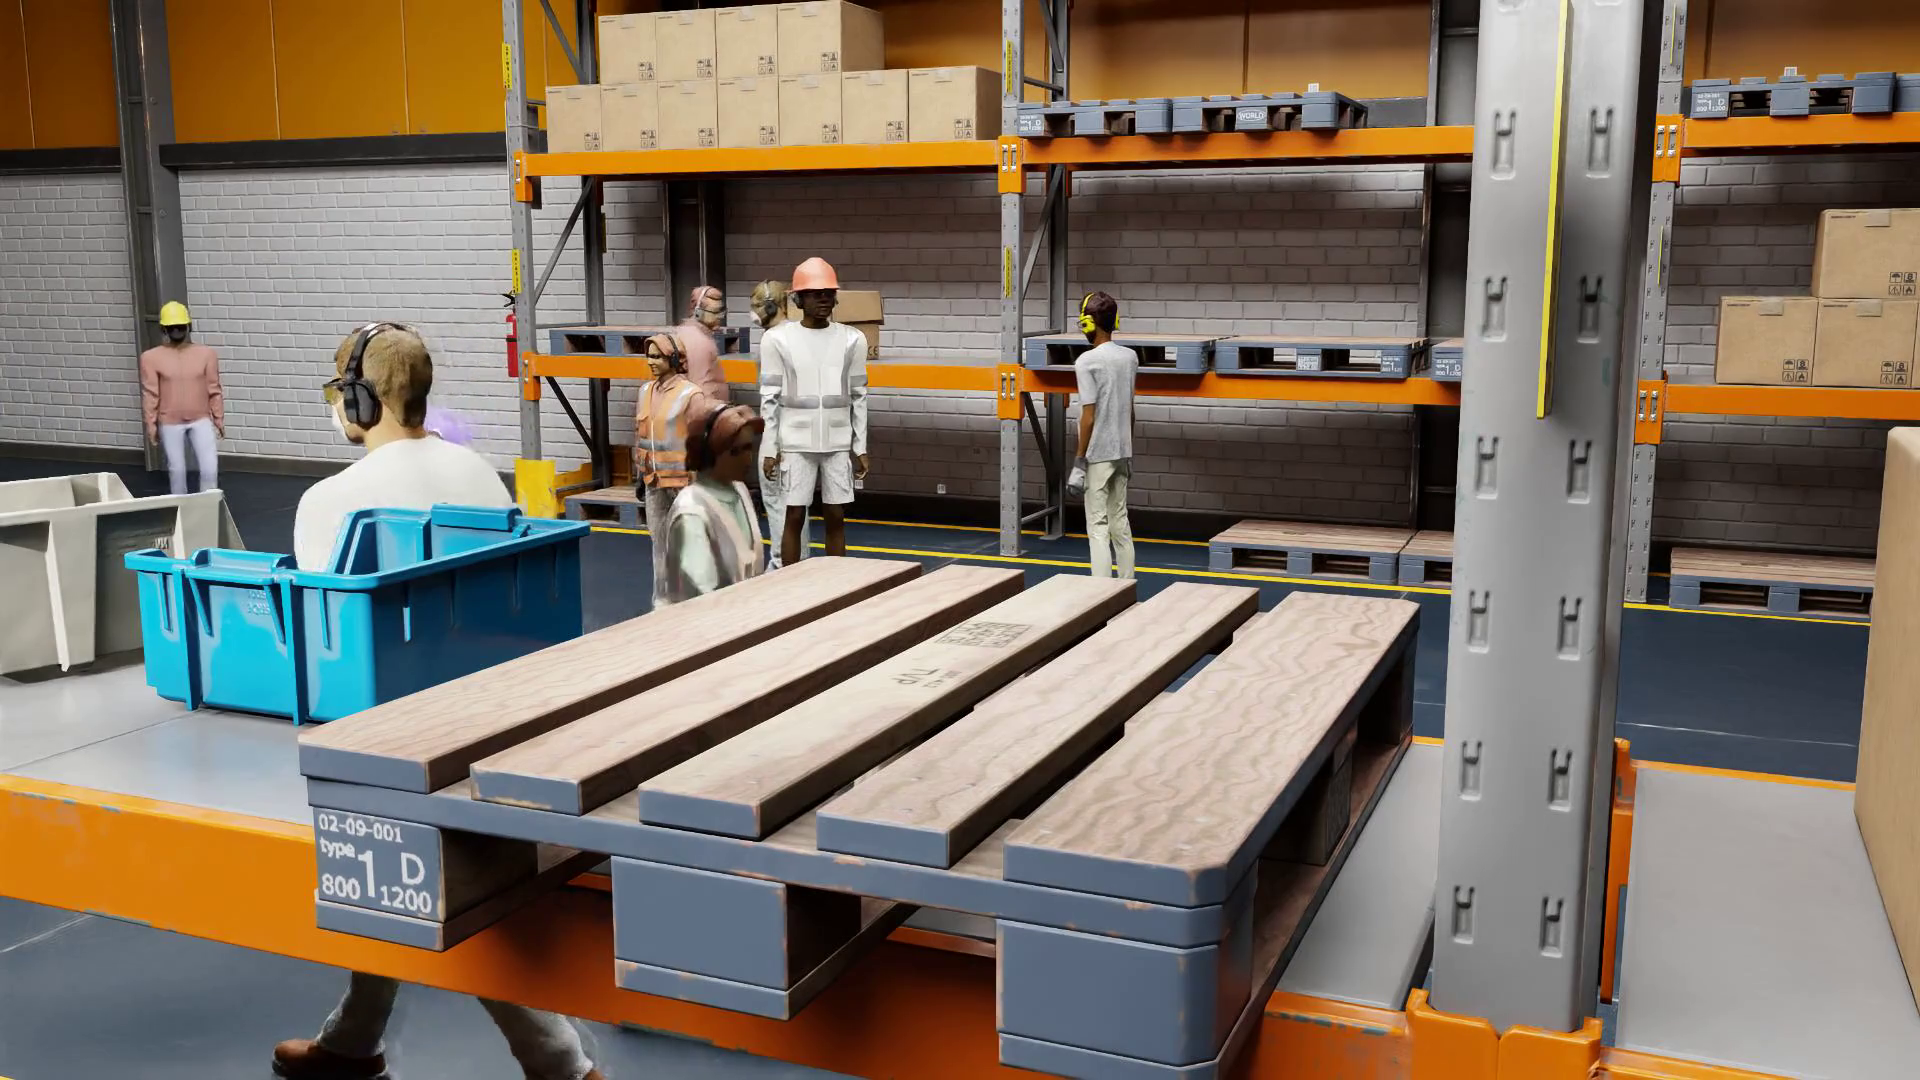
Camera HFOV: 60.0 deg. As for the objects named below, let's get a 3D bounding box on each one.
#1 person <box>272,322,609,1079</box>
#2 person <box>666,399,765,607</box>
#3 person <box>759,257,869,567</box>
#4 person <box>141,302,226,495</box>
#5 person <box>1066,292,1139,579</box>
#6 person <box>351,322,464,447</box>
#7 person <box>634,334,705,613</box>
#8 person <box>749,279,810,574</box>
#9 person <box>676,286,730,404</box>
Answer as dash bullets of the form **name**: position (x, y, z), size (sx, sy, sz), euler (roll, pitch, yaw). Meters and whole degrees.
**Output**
- **person**: position (-1.223, 0.449, 3.832), size (1.006, 1.902, 0.638), euler (3, 10, 18)
- **person**: position (-0.697, 0.378, 5.067), size (0.504, 1.620, 0.535), euler (2, 10, 13)
- **person**: position (-0.799, -0.534, 9.262), size (0.615, 2.043, 0.373), euler (-3, 10, -16)
- **person**: position (-5.545, -0.825, 11.920), size (0.543, 1.738, 0.711), euler (-6, 11, -31)
- **person**: position (0.778, -0.431, 9.185), size (0.332, 1.865, 0.520), euler (9, 13, 42)
- **person**: position (-1.774, 0.205, 5.461), size (0.438, 1.831, 0.597), euler (-6, 11, -33)
- **person**: position (-1.584, -0.308, 9.118), size (0.522, 1.639, 0.306), euler (7, 12, 37)
- **person**: position (-1.141, -0.645, 10.321), size (0.438, 1.922, 0.644), euler (0, 9, -2)
- **person**: position (-1.765, -0.767, 11.217), size (0.433, 1.874, 0.707), euler (-2, 10, -12)
